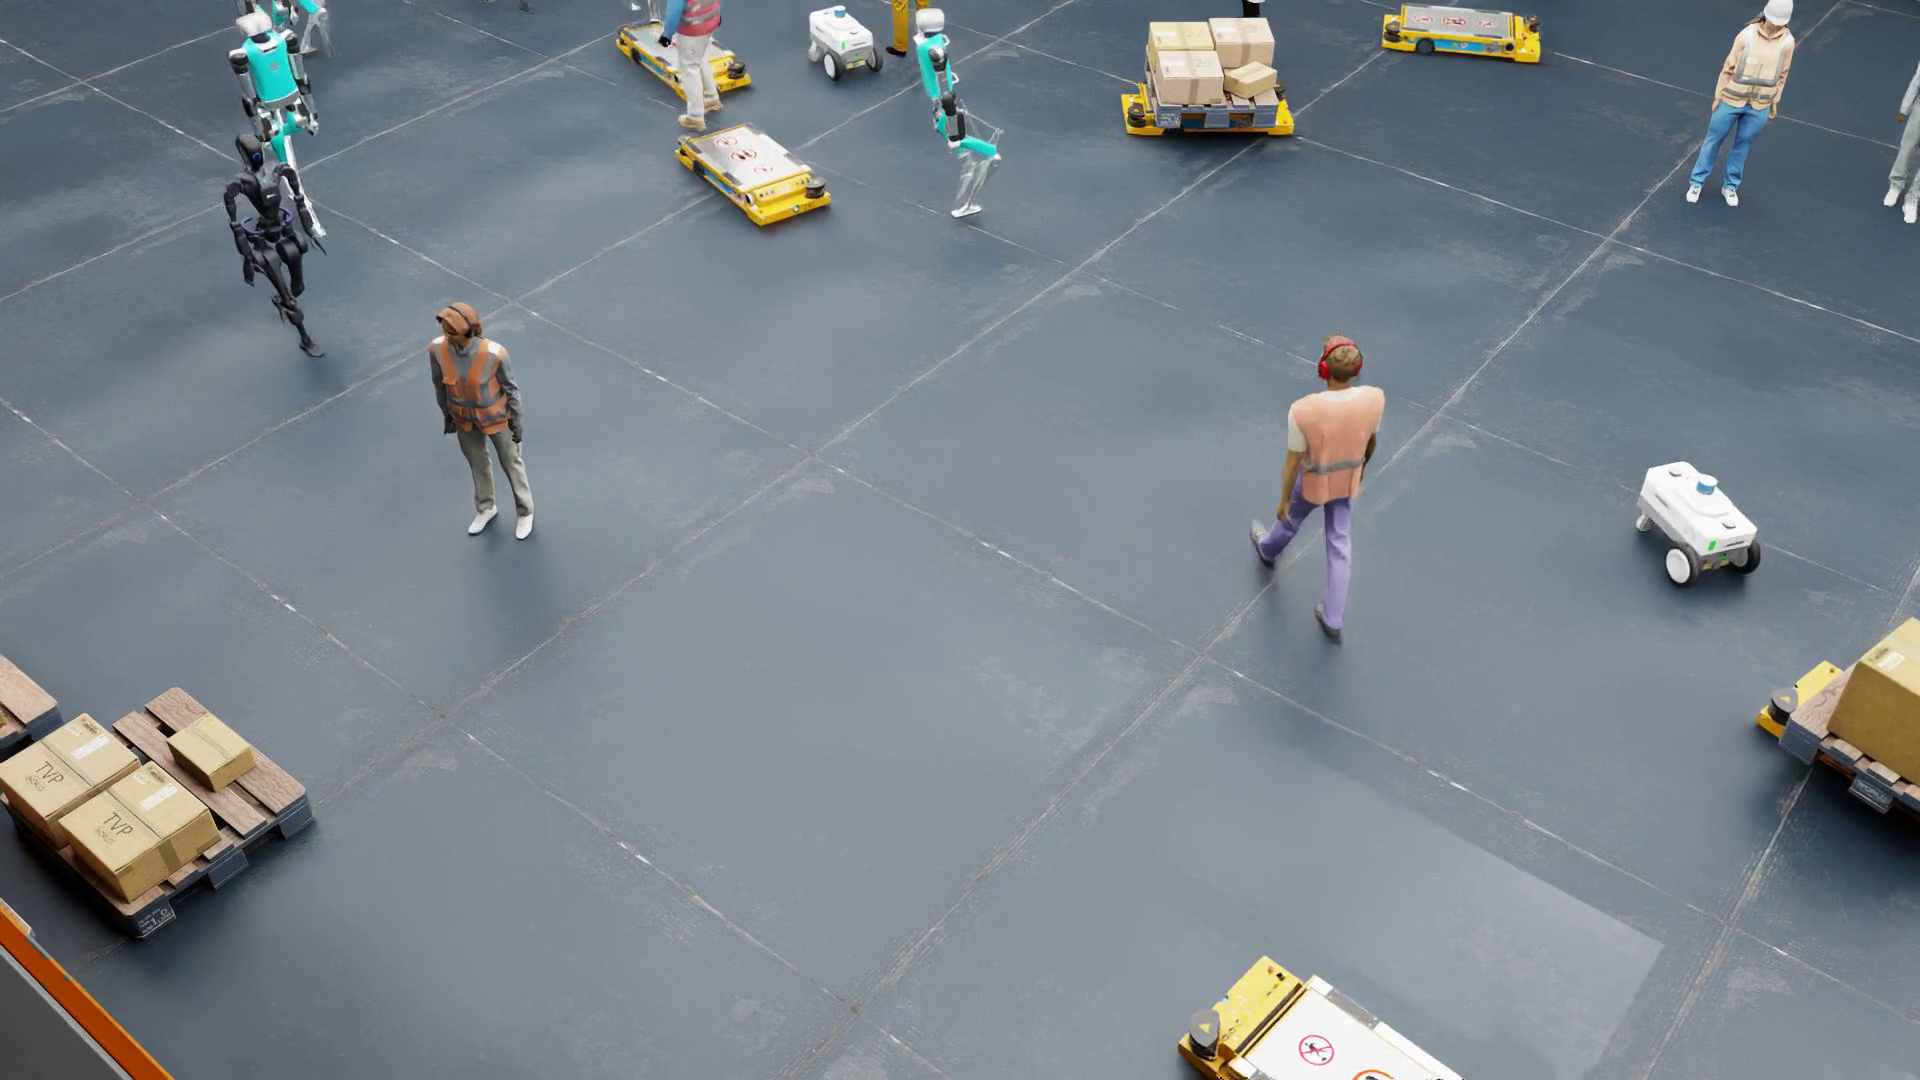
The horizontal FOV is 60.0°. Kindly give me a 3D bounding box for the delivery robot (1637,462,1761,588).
[{"bbox_3d":[4.433,-0.114,9.989,0.518,0.592,0.763,-12,42,-13],"label":"delivery robot"}]

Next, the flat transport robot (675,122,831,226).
[{"bbox_3d":[-1.716,-3.028,13.640,0.659,0.231,1.431,-25,46,-26],"label":"flat transport robot"}]

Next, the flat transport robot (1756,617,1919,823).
[{"bbox_3d":[5.015,1.164,8.709,0.659,0.231,1.431,-27,47,-28],"label":"flat transport robot"}]

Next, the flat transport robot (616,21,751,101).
[{"bbox_3d":[-2.565,-4.451,15.314,0.659,0.231,1.431,-24,46,-26],"label":"flat transport robot"}]

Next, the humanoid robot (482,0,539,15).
[{"bbox_3d":[-4.495,-5.897,15.979,0.802,1.624,0.610,26,47,27],"label":"humanoid robot"}]

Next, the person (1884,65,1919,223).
[{"bbox_3d":[7.536,-3.292,12.828,0.520,1.711,0.674,16,43,18],"label":"person"}]

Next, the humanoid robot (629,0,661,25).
[{"bbox_3d":[-3.089,-5.722,15.727,0.530,1.826,0.864,-22,45,-24],"label":"humanoid robot"}]

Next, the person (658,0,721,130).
[{"bbox_3d":[-2.237,-4.336,13.987,0.436,1.820,0.662,10,41,11],"label":"person"}]

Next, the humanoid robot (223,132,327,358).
[{"bbox_3d":[-4.768,-2.090,11.473,0.693,1.636,0.590,30,49,30],"label":"humanoid robot"}]

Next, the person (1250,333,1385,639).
[{"bbox_3d":[2.023,-0.370,9.337,0.601,1.789,0.989,-9,41,-11],"label":"person"}]

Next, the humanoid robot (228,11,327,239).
[{"bbox_3d":[-5.249,-3.231,12.740,0.556,1.762,0.916,-33,50,-32],"label":"humanoid robot"}]

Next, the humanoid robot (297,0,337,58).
[{"bbox_3d":[-6.037,-5.158,15.083,0.709,1.886,0.538,-26,47,-27],"label":"humanoid robot"}]

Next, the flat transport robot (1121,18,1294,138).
[{"bbox_3d":[2.151,-3.759,14.500,1.431,0.231,0.659,0,40,0],"label":"flat transport robot"}]

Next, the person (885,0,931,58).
[{"bbox_3d":[-0.491,-5.292,15.158,0.521,1.752,0.342,-25,46,-26],"label":"person"}]

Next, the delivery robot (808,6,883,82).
[{"bbox_3d":[-1.081,-4.577,15.244,0.511,0.598,0.769,-21,45,-23],"label":"delivery robot"}]

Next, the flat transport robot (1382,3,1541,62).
[{"bbox_3d":[4.737,-4.792,15.716,1.431,0.231,0.659,9,41,10],"label":"flat transport robot"}]

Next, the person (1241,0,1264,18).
[{"bbox_3d":[2.650,-5.213,15.113,0.321,1.688,0.528,-6,41,-7],"label":"person"}]

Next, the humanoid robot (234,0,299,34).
[{"bbox_3d":[-6.100,-4.725,14.524,0.556,1.765,0.971,-22,45,-24],"label":"humanoid robot"}]

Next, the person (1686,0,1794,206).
[{"bbox_3d":[6.145,-3.446,13.008,0.485,1.721,0.377,9,41,10],"label":"person"}]

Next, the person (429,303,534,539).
[{"bbox_3d":[-2.820,-0.703,9.847,0.515,1.635,0.312,8,41,9],"label":"person"}]

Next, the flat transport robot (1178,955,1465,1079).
[{"bbox_3d":[1.717,2.414,7.238,1.431,0.231,0.659,32,50,32],"label":"flat transport robot"}]

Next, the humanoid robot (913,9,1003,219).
[{"bbox_3d":[0.045,-3.180,12.754,0.774,1.861,0.536,-11,42,-13],"label":"humanoid robot"}]
